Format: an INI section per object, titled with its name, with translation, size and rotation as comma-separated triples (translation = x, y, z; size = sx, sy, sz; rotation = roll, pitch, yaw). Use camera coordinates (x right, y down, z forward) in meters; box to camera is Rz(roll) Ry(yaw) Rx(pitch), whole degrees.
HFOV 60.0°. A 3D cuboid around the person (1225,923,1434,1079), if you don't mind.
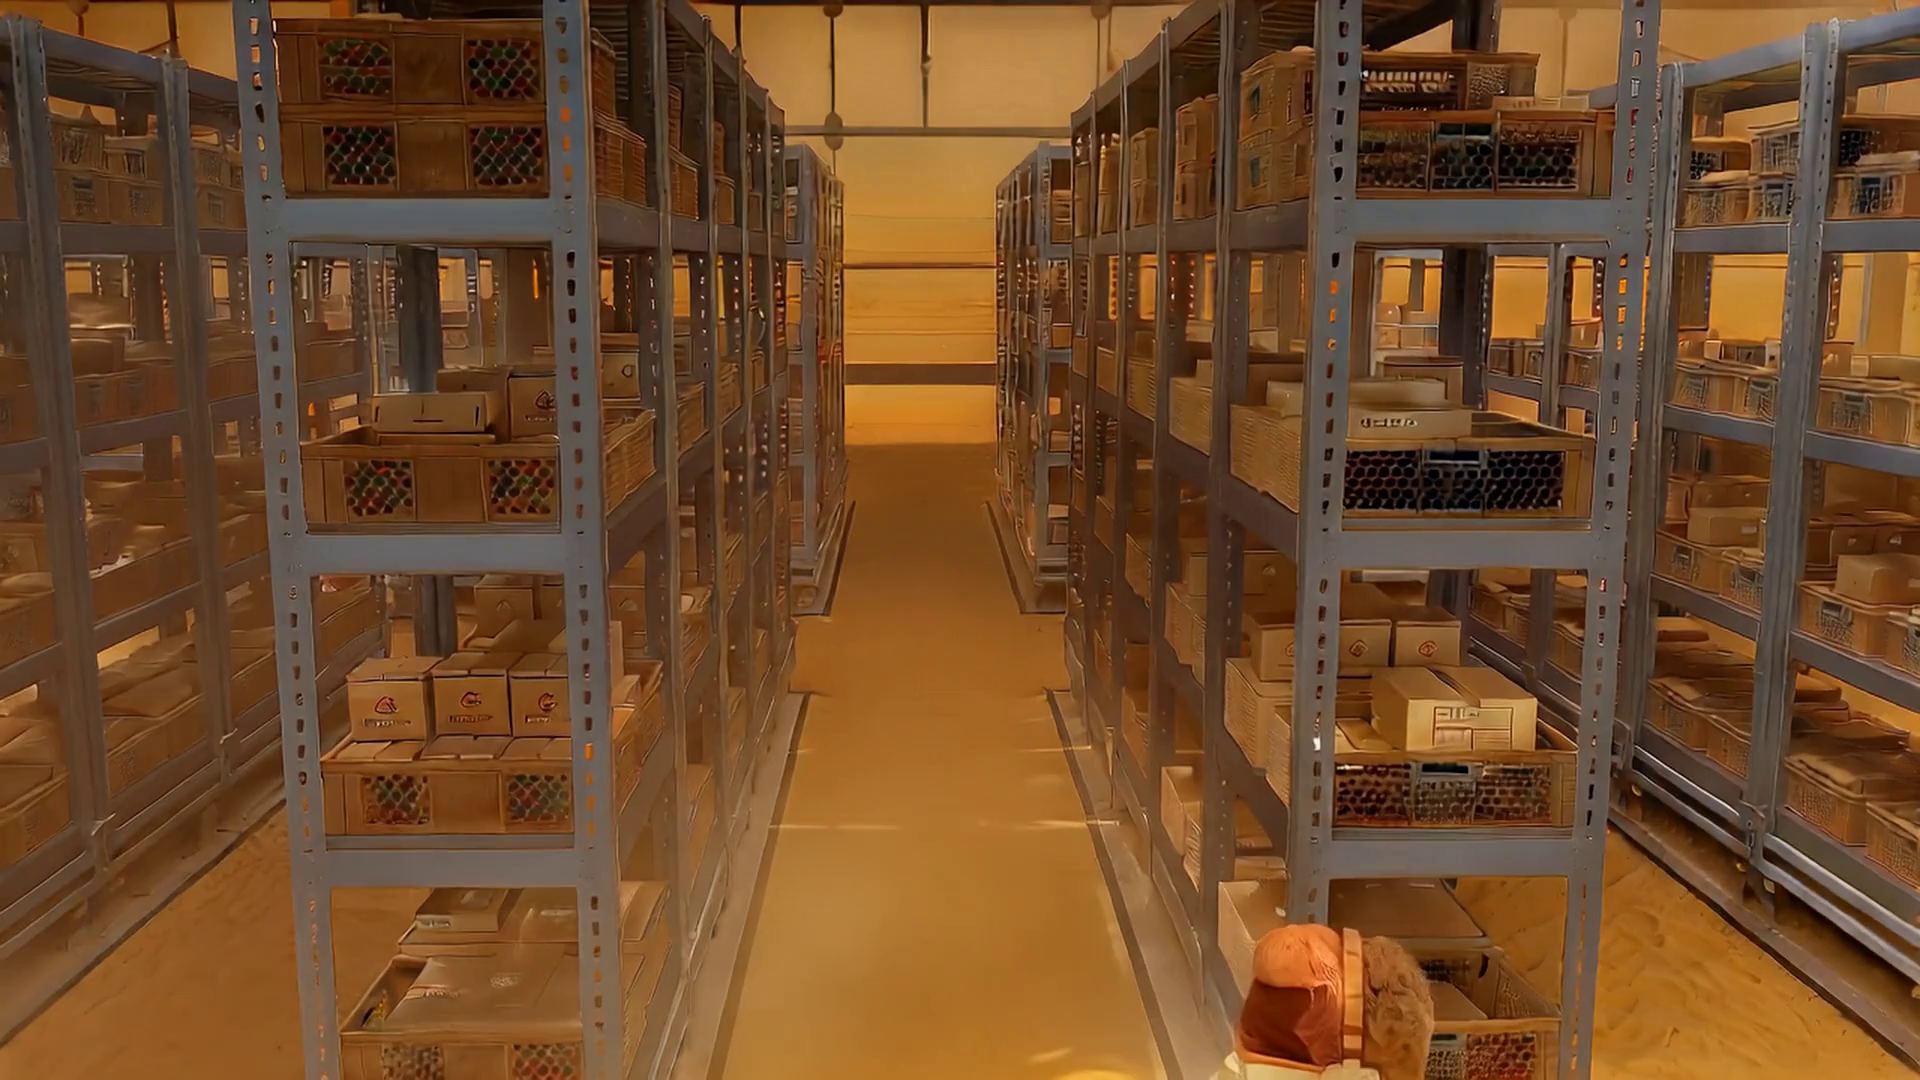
[person]
translation = 0.440, 1.402, 2.104
size = 0.408, 1.909, 0.638
rotation = 1, 9, 4
